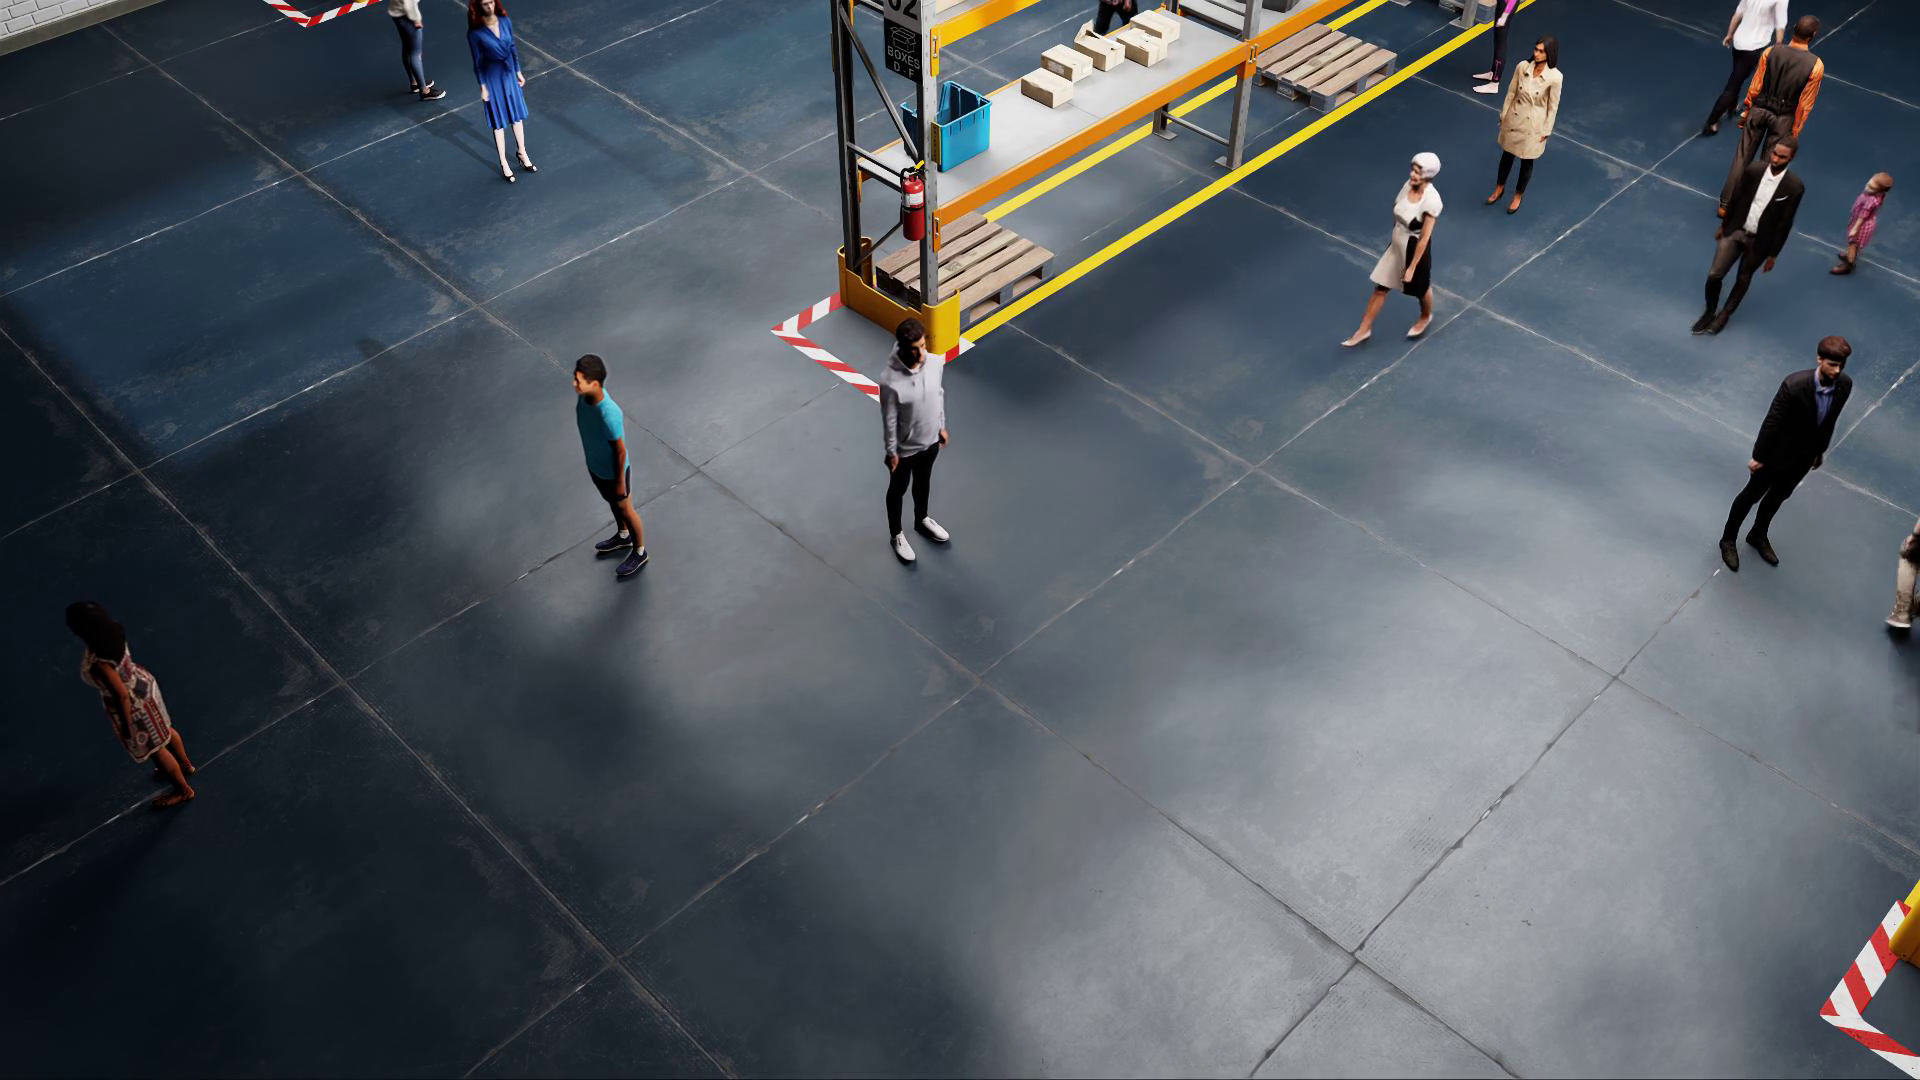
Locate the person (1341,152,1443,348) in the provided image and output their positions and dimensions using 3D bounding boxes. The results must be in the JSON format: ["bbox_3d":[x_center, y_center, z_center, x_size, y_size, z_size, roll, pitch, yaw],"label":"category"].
[{"bbox_3d":[3.634,-2.258,13.150,1.148,1.707,0.884,-17,46,-17],"label":"person"}]

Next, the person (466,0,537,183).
[{"bbox_3d":[-4.149,-4.126,15.023,0.670,1.828,0.494,34,53,30],"label":"person"}]

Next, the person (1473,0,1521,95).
[{"bbox_3d":[5.340,-5.220,16.227,0.718,1.752,0.633,12,45,12],"label":"person"}]

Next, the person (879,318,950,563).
[{"bbox_3d":[-0.335,-0.717,11.370,0.541,1.930,0.747,-31,52,-29],"label":"person"}]

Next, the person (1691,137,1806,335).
[{"bbox_3d":[6.346,-2.443,13.284,0.698,1.790,0.659,32,52,29],"label":"person"}]

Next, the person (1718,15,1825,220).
[{"bbox_3d":[7.054,-3.656,14.473,0.727,1.907,0.648,28,50,26],"label":"person"}]

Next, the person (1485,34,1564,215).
[{"bbox_3d":[4.988,-3.659,14.640,0.506,1.680,0.643,-35,53,-31],"label":"person"}]

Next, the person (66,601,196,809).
[{"bbox_3d":[-4.889,0.952,9.826,0.711,1.645,0.725,-11,45,-11],"label":"person"}]

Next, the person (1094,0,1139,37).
[{"bbox_3d":[1.493,-5.404,16.437,1.080,1.729,0.796,-28,50,-26],"label":"person"}]

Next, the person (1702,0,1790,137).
[{"bbox_3d":[7.287,-4.567,15.528,0.958,1.770,0.763,-23,48,-22],"label":"person"}]

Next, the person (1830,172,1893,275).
[{"bbox_3d":[7.672,-2.706,14.127,0.616,1.008,0.449,31,51,28],"label":"person"}]

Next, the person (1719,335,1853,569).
[{"bbox_3d":[5.632,-0.619,11.296,0.749,1.892,0.851,-7,44,-7],"label":"person"}]

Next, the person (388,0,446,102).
[{"bbox_3d":[-5.390,-5.113,16.159,0.623,1.691,0.664,-23,48,-22],"label":"person"}]

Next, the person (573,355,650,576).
[{"bbox_3d":[-2.378,-0.520,11.278,0.563,1.774,0.656,-26,49,-24],"label":"person"}]
